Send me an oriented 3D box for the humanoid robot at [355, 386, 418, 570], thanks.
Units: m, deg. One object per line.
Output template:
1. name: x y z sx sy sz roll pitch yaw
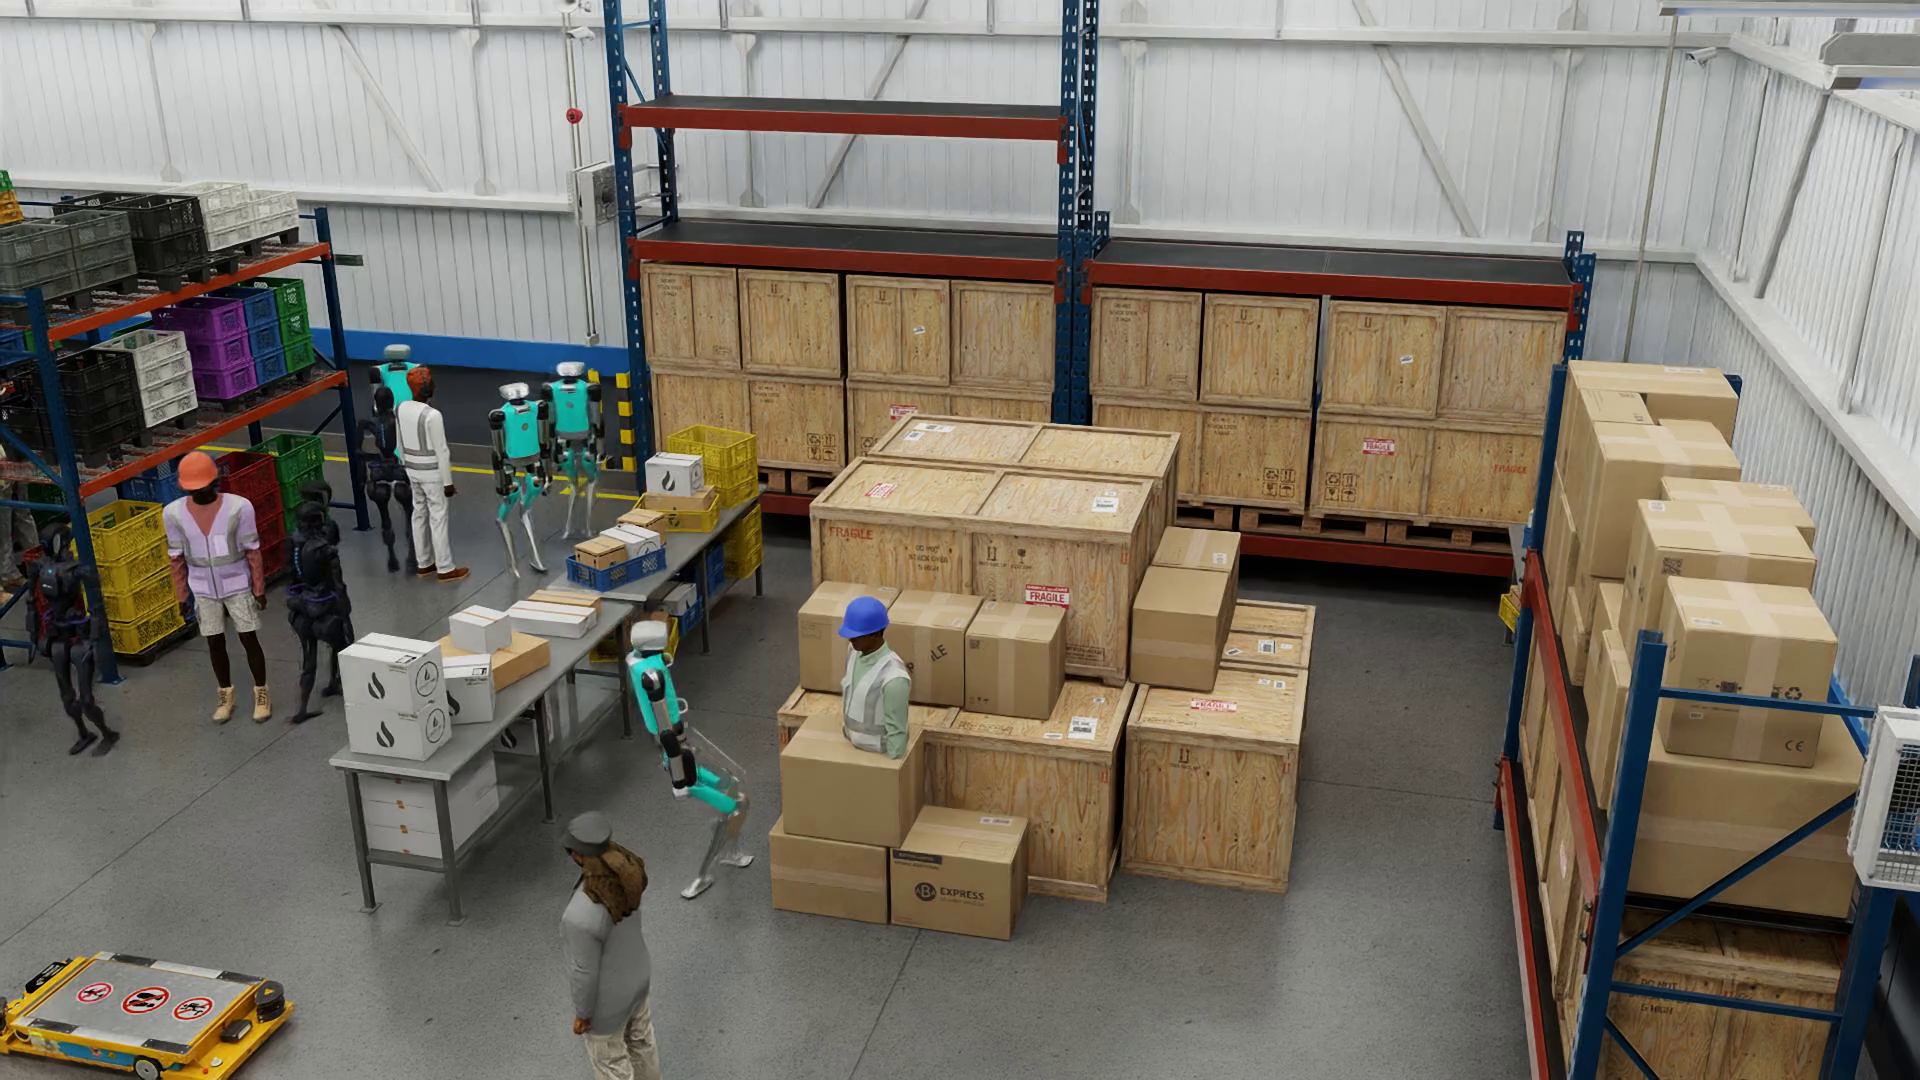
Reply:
1. humanoid robot: -4.965 -0.536 14.474 0.591 1.653 0.331 -4 21 -10

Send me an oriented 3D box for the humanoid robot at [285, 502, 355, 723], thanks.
1. humanoid robot: -4.549 0.484 11.844 0.605 1.637 0.611 11 23 26

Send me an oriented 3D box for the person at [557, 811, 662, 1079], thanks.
1. person: -1.602 2.039 7.616 0.406 1.761 0.566 6 22 16

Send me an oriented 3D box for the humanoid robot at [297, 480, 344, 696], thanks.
1. humanoid robot: -4.634 0.357 12.149 0.325 1.649 0.616 -13 25 -31

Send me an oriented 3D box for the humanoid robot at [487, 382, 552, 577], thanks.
1. humanoid robot: -3.850 -0.534 14.374 0.536 1.786 0.665 -17 27 -37

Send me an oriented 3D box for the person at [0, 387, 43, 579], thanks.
1. person: -8.161 -0.524 14.238 0.403 1.823 0.588 -12 24 -29

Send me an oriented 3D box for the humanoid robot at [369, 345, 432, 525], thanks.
1. humanoid robot: -5.097 -0.886 15.280 0.545 1.714 0.977 -6 22 -15

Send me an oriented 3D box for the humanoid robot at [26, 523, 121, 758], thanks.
1. humanoid robot: -6.064 0.673 11.301 0.600 1.646 0.358 4 21 9

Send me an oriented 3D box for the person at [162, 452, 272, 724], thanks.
1. person: -5.210 0.342 11.696 0.607 2.031 0.405 -4 21 -10

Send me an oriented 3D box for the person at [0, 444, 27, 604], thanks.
1. person: -8.098 -0.388 13.867 0.429 1.839 0.622 1 21 2

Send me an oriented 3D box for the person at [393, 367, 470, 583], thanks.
1. person: -4.550 -0.554 14.235 0.575 1.881 0.353 14 25 33

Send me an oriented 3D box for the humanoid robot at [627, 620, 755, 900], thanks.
1. humanoid robot: -1.448 1.255 9.695 0.881 1.767 0.596 -6 22 -15

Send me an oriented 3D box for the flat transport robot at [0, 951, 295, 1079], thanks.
1. flat transport robot: -4.270 2.464 8.601 1.431 0.231 0.659 5 22 13

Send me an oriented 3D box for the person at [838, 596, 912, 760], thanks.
1. person: -0.494 1.210 9.546 0.412 1.939 0.602 -11 24 -27

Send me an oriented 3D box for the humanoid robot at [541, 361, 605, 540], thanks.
1. humanoid robot: -3.466 -0.825 15.156 0.544 1.773 0.778 -2 21 -5
